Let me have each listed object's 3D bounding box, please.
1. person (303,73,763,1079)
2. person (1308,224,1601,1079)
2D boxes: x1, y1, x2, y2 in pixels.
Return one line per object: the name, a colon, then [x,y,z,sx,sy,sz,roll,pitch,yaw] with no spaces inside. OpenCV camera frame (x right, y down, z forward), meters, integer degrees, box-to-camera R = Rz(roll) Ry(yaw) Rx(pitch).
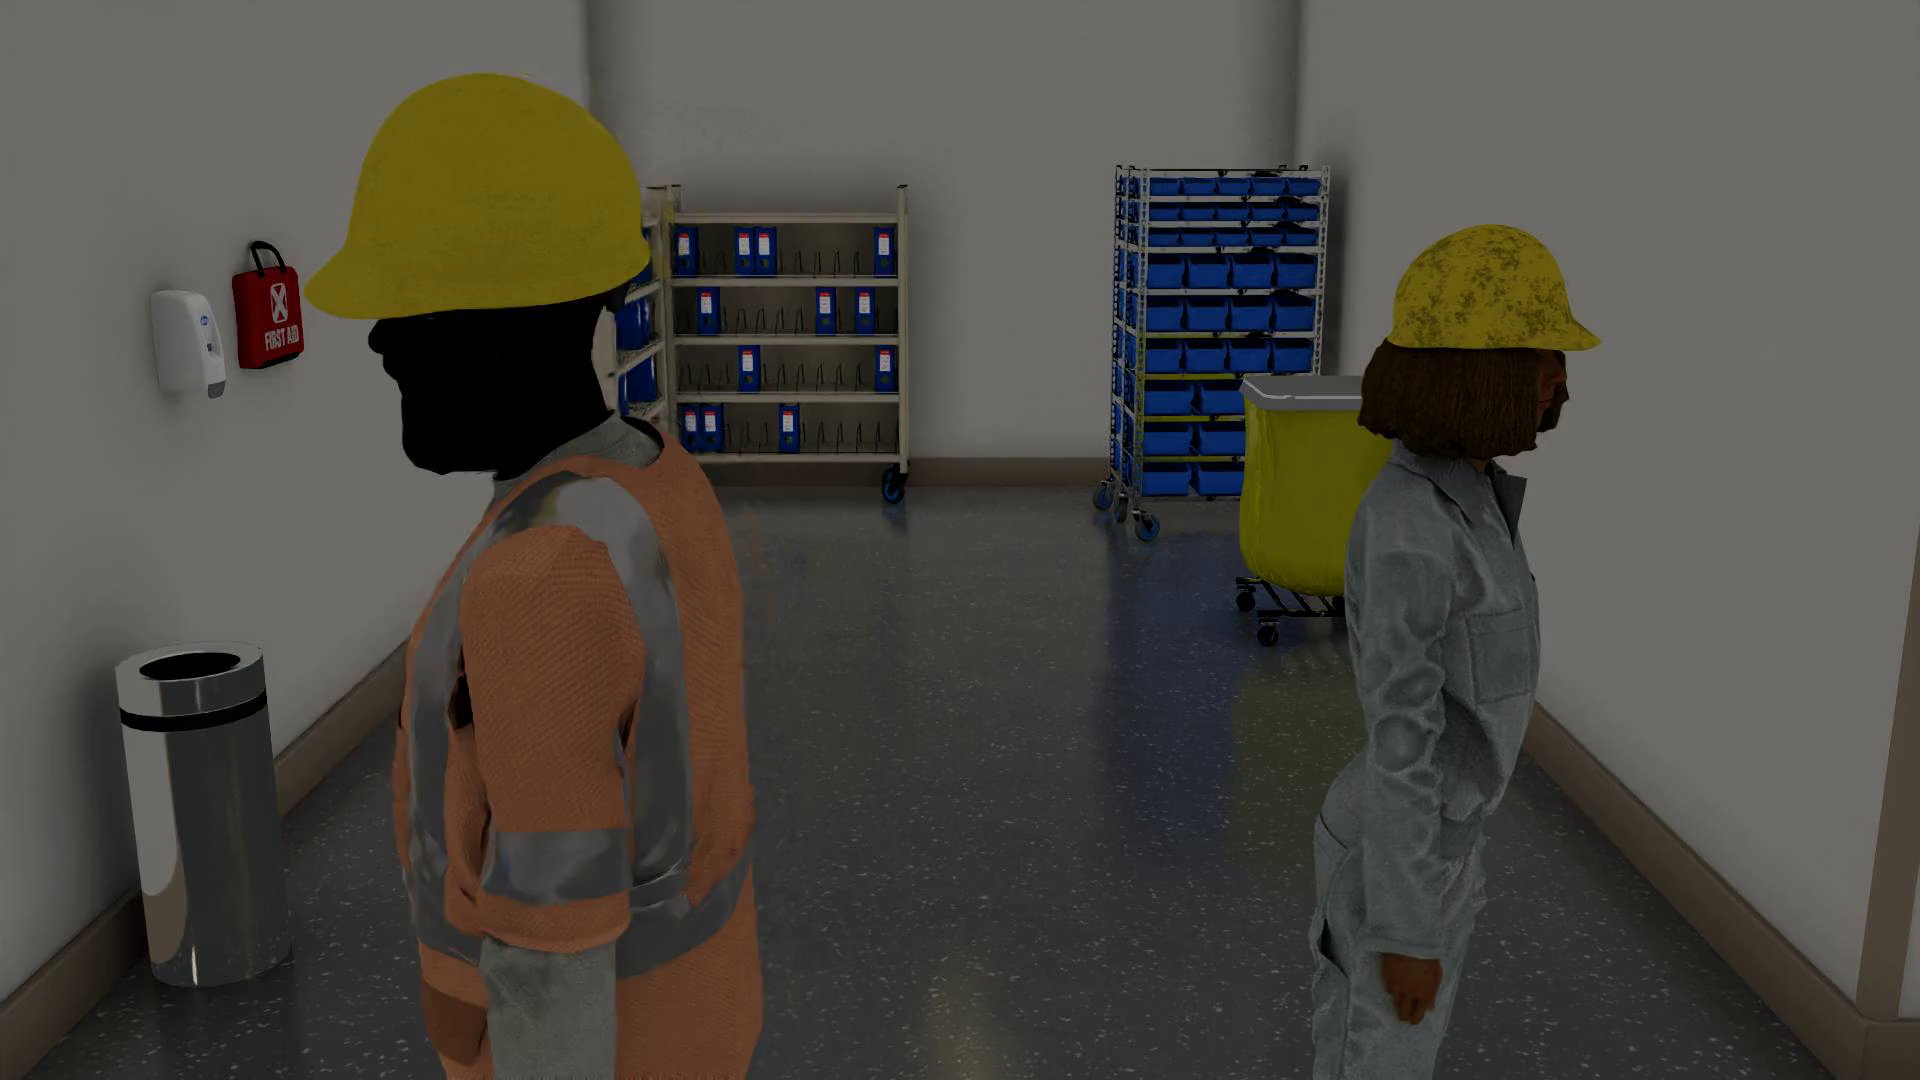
person: [-0.380,0.514,1.682,0.582,1.902,0.608,1,13,3]
person: [0.651,0.452,2.287,0.311,1.744,0.486,6,14,24]
